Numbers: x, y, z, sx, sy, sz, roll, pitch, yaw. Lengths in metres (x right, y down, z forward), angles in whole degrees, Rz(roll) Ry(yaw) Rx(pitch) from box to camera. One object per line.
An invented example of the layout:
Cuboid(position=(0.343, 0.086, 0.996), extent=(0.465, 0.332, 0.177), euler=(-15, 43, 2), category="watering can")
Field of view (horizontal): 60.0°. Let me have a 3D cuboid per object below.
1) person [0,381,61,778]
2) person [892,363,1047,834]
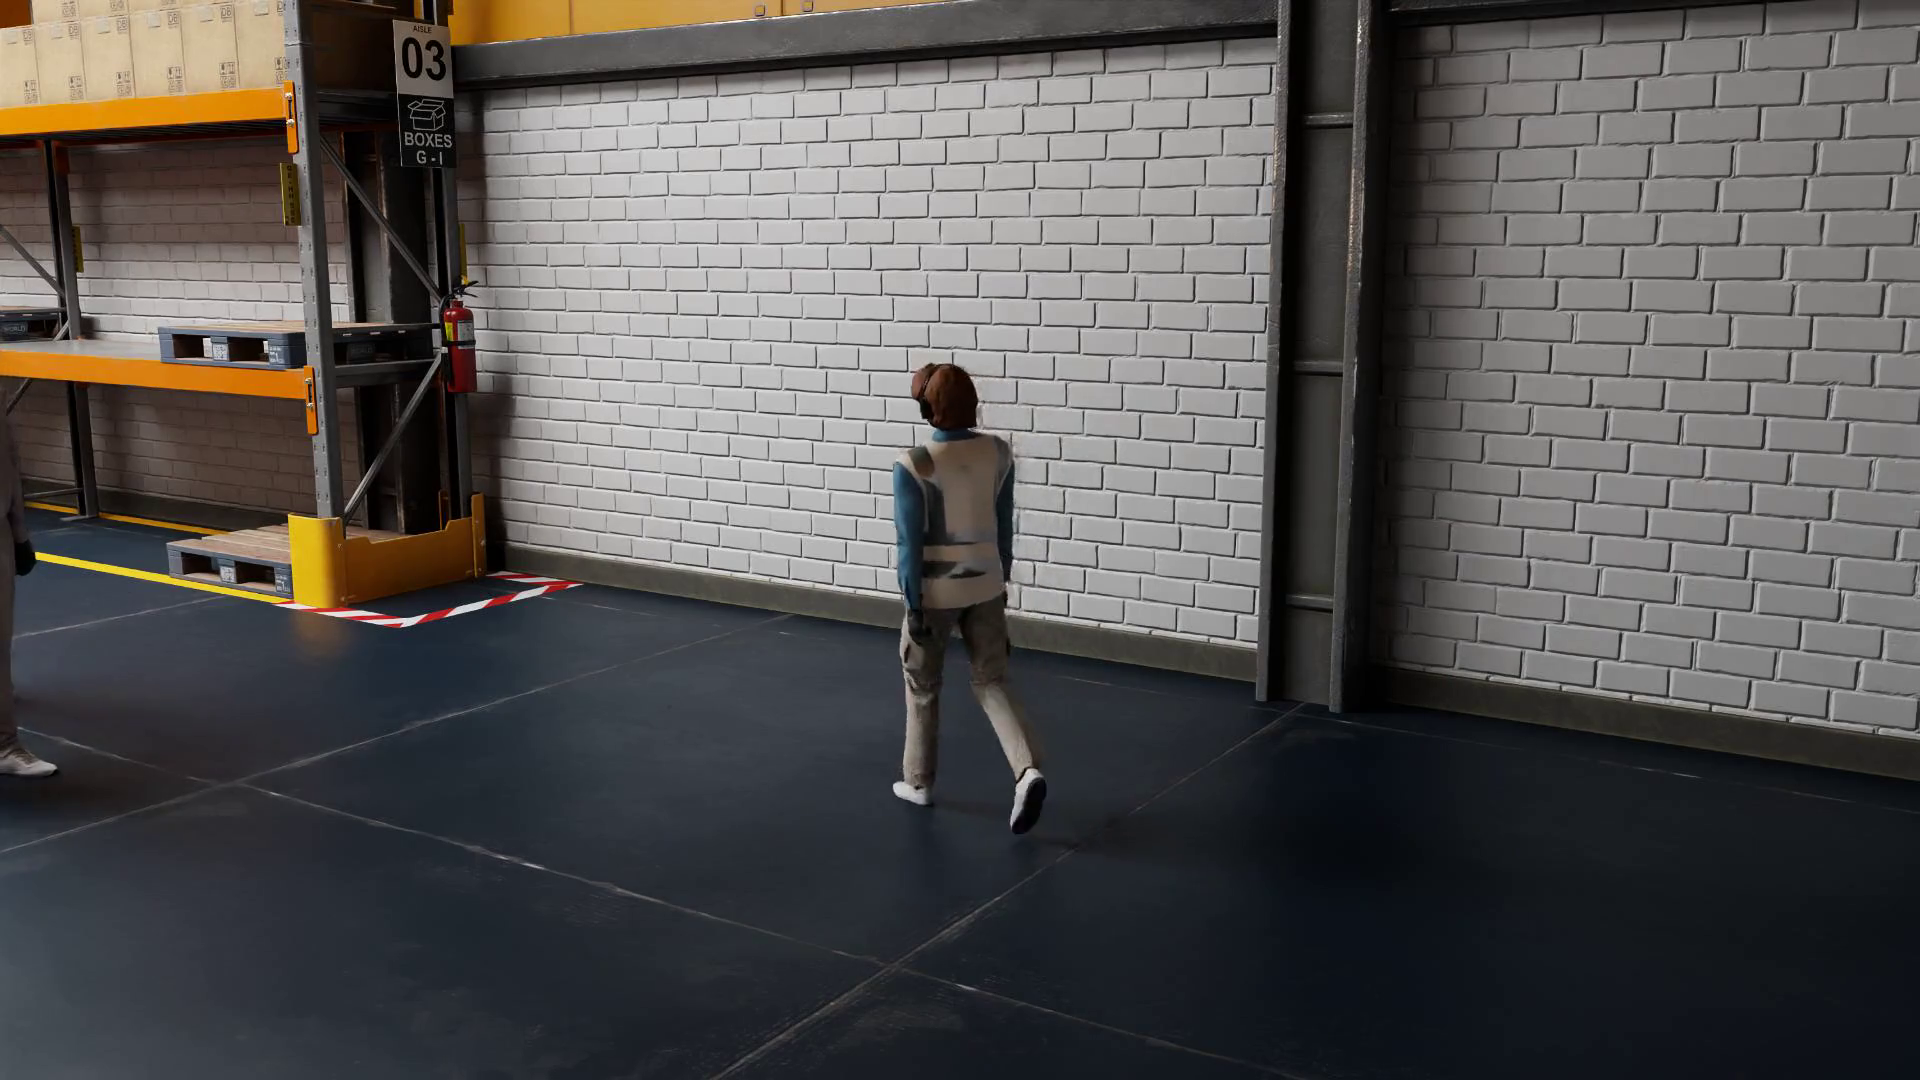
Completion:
Cuboid(position=(-3.626, 0.008, 6.003), extent=(0.401, 1.896, 0.648), euler=(2, 10, 11), category="person")
Cuboid(position=(0.018, 0.198, 5.726), extent=(0.514, 1.611, 0.723), euler=(-6, 12, -30), category="person")
